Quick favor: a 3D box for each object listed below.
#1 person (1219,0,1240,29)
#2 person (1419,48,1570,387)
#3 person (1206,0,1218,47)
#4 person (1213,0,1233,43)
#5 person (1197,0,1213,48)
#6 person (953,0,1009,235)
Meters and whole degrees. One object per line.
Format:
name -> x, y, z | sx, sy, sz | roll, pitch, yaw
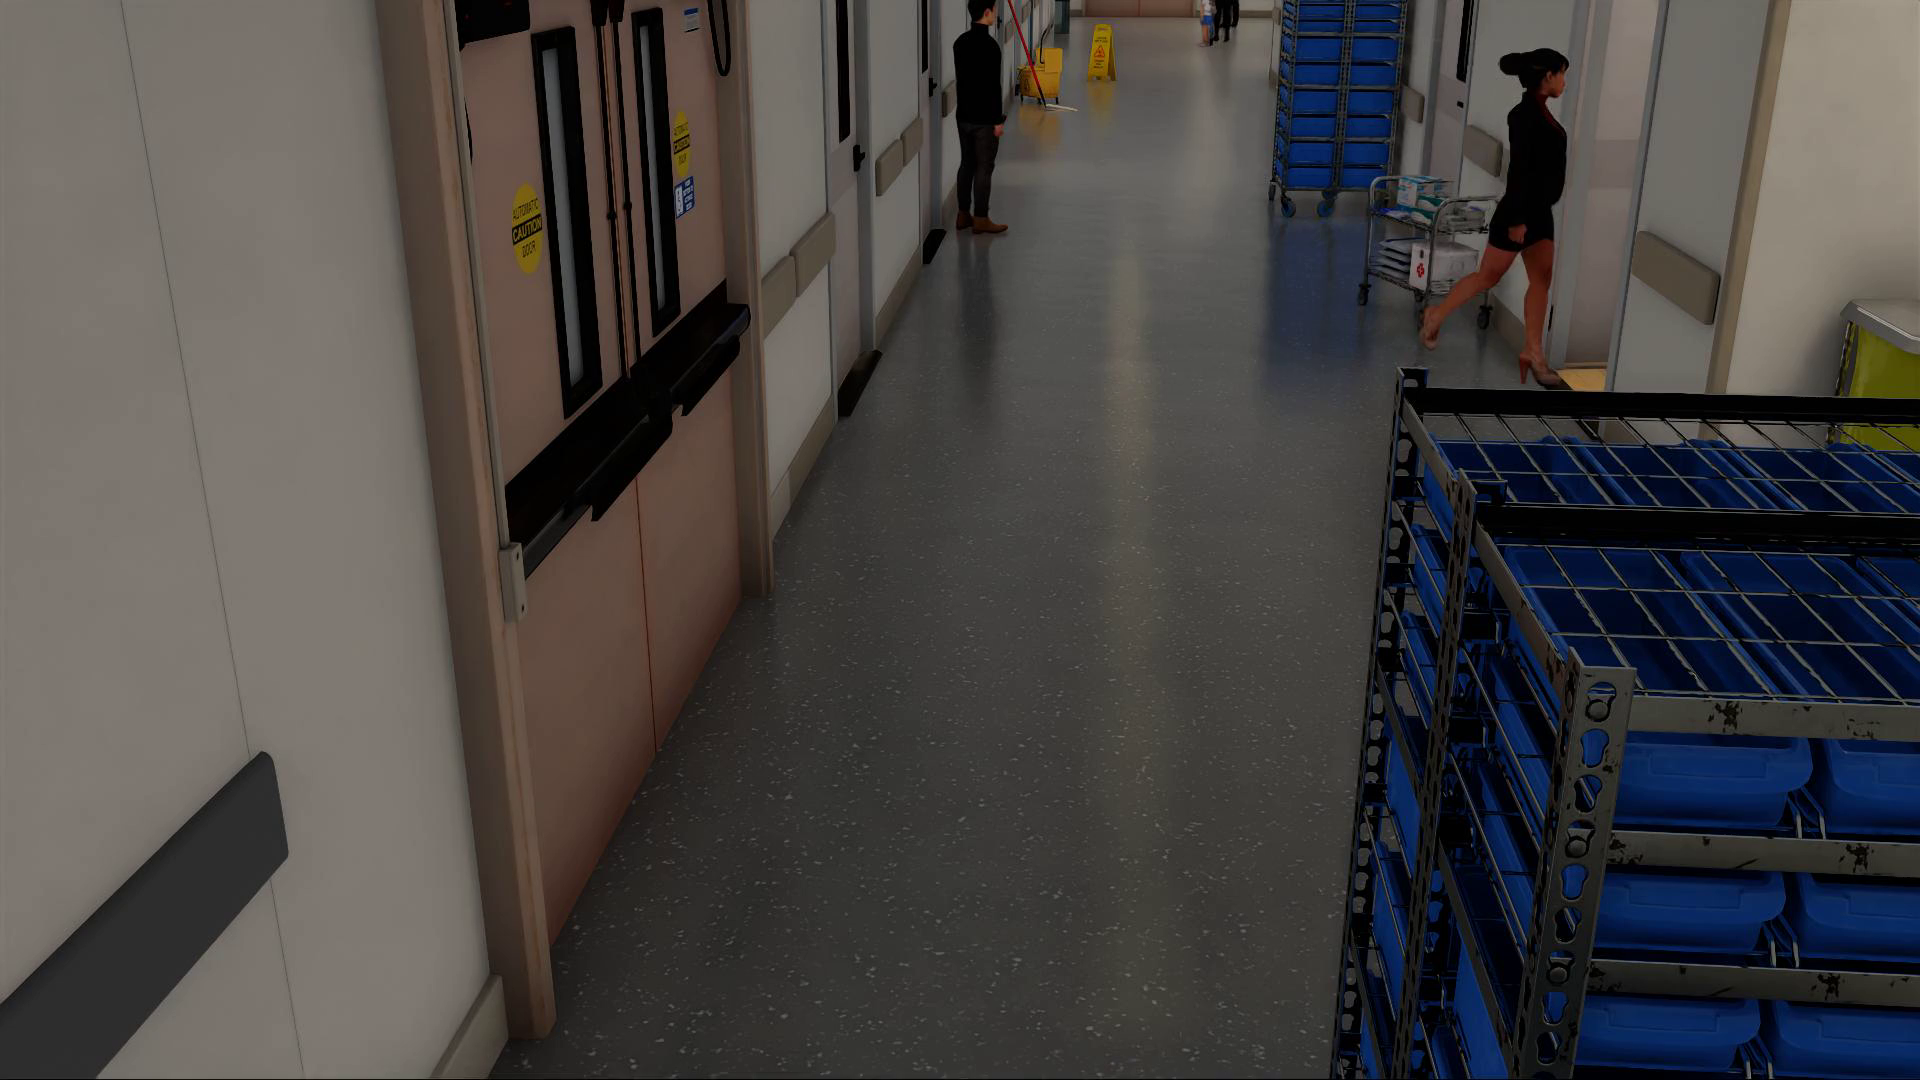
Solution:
person -> 5.509, -11.377, 33.781 | 0.717, 1.839, 0.694 | -8, 22, -19
person -> 2.680, -1.557, 8.198 | 0.975, 1.597, 1.031 | 16, 26, 36
person -> 4.411, -9.335, 29.303 | 0.600, 1.192, 0.489 | 9, 23, 22
person -> 4.787, -9.907, 30.164 | 0.609, 1.653, 0.551 | -1, 21, -3
person -> 4.309, -9.146, 29.052 | 0.544, 1.016, 0.468 | 15, 26, 35
person -> 0.130, -3.129, 12.171 | 0.777, 1.721, 0.695 | -14, 25, -33
